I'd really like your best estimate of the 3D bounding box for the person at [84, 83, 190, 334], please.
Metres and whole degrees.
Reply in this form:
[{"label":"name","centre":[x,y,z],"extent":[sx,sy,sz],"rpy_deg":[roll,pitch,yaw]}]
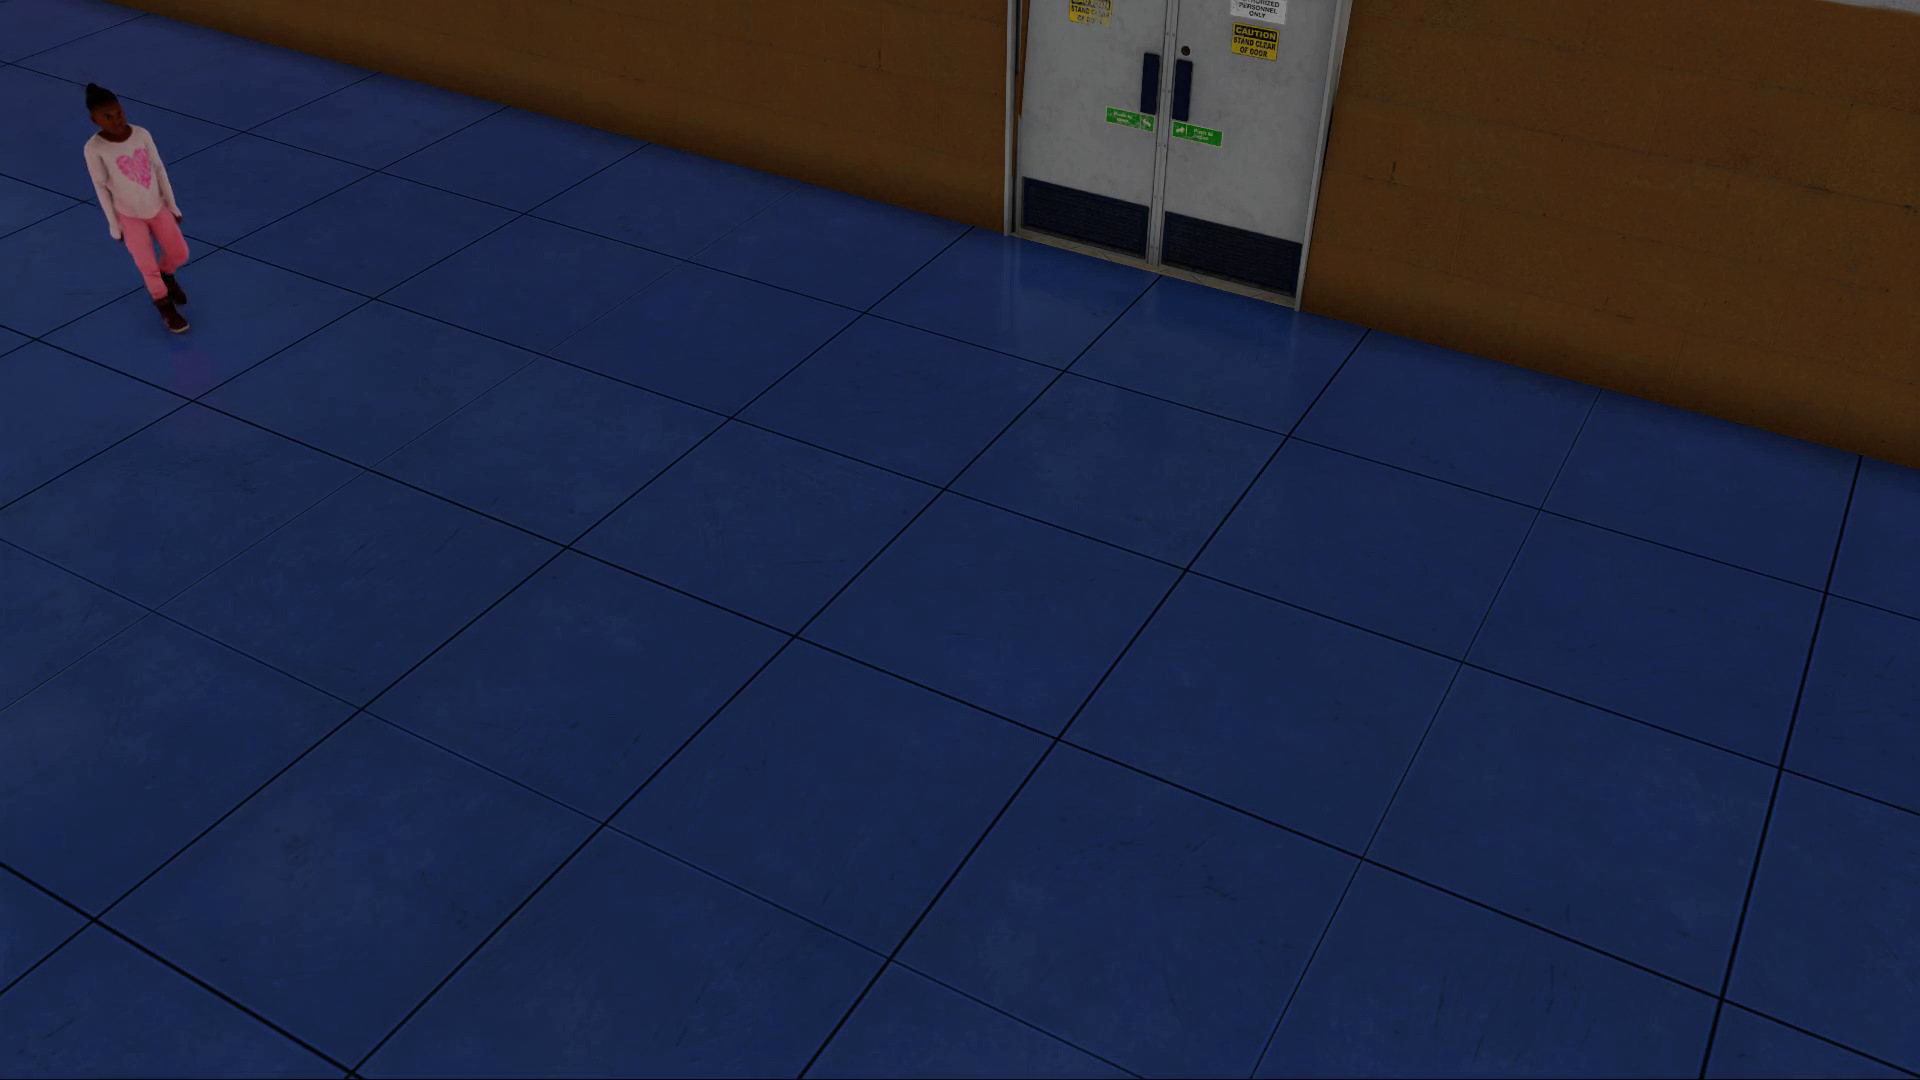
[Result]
[{"label":"person","centre":[-4.673,-1.898,9.421],"extent":[0.703,1.439,0.691],"rpy_deg":[30,46,33]}]
